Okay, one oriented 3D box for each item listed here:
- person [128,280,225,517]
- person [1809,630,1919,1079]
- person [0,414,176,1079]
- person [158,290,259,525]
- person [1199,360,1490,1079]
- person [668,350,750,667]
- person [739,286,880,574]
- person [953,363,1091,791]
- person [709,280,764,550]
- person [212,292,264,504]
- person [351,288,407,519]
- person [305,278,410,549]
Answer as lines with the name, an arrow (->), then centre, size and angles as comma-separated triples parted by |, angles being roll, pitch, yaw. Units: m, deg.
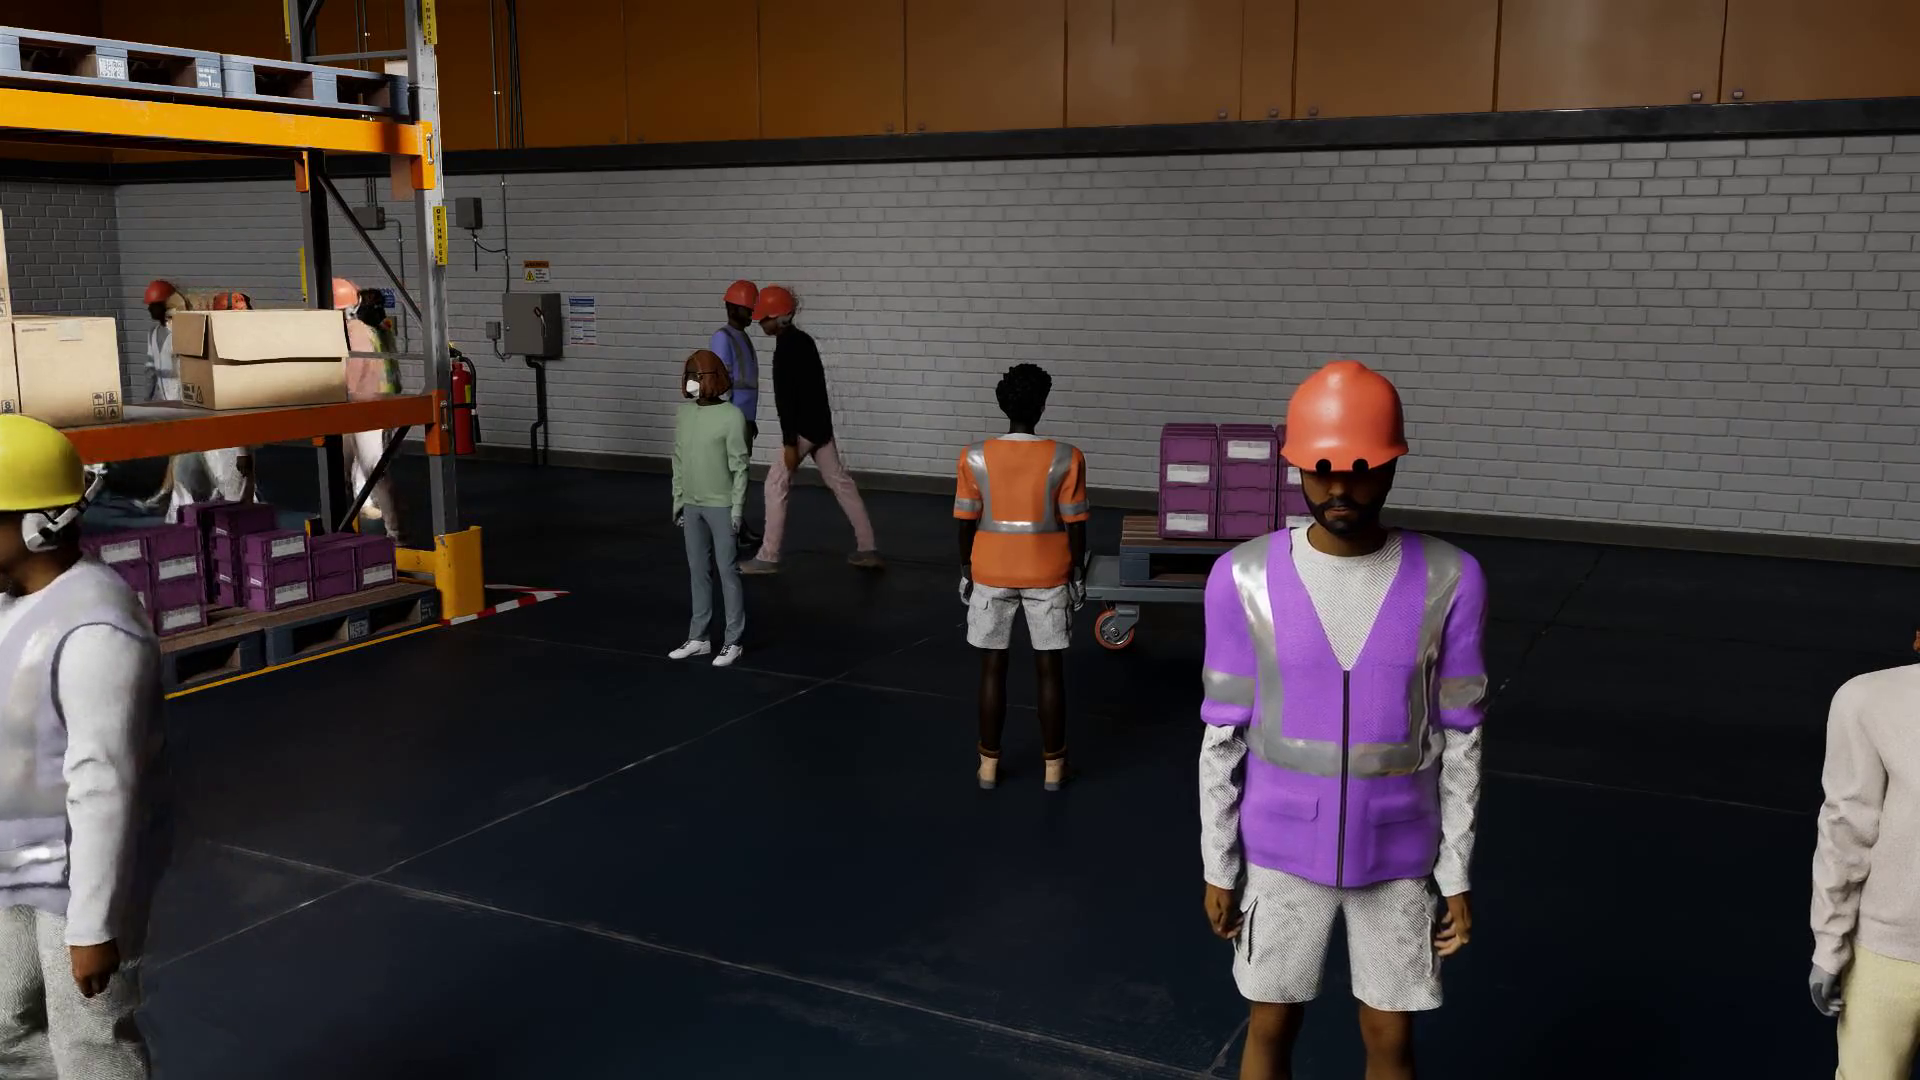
person -> -6.406, -1.148, 13.529 | 0.570, 1.892, 0.968 | 6, 11, 31
person -> 1.850, 0.792, 3.096 | 0.496, 1.629, 0.277 | 4, 11, 22
person -> -1.802, 0.652, 3.338 | 0.421, 1.818, 0.619 | -10, 14, -44
person -> -5.029, -0.686, 10.907 | 0.975, 1.876, 0.631 | -5, 11, -28
person -> 0.740, 0.613, 3.270 | 0.547, 1.930, 0.409 | 2, 10, 11
person -> -1.302, -0.166, 8.614 | 0.498, 1.634, 0.281 | 7, 12, 35
person -> -0.988, -0.718, 11.049 | 0.927, 1.919, 0.671 | 3, 10, 15
person -> 0.246, 0.152, 6.587 | 0.540, 1.695, 0.317 | 1, 10, 8
person -> -1.580, -0.896, 11.992 | 0.373, 1.928, 0.543 | 2, 10, 10
person -> -4.441, -0.578, 10.280 | 0.355, 1.883, 0.574 | -4, 11, -23
person -> -4.726, -1.102, 13.431 | 0.429, 1.842, 0.630 | 2, 10, 12
person -> -4.226, -0.787, 11.297 | 0.955, 1.946, 0.631 | -5, 11, -25
